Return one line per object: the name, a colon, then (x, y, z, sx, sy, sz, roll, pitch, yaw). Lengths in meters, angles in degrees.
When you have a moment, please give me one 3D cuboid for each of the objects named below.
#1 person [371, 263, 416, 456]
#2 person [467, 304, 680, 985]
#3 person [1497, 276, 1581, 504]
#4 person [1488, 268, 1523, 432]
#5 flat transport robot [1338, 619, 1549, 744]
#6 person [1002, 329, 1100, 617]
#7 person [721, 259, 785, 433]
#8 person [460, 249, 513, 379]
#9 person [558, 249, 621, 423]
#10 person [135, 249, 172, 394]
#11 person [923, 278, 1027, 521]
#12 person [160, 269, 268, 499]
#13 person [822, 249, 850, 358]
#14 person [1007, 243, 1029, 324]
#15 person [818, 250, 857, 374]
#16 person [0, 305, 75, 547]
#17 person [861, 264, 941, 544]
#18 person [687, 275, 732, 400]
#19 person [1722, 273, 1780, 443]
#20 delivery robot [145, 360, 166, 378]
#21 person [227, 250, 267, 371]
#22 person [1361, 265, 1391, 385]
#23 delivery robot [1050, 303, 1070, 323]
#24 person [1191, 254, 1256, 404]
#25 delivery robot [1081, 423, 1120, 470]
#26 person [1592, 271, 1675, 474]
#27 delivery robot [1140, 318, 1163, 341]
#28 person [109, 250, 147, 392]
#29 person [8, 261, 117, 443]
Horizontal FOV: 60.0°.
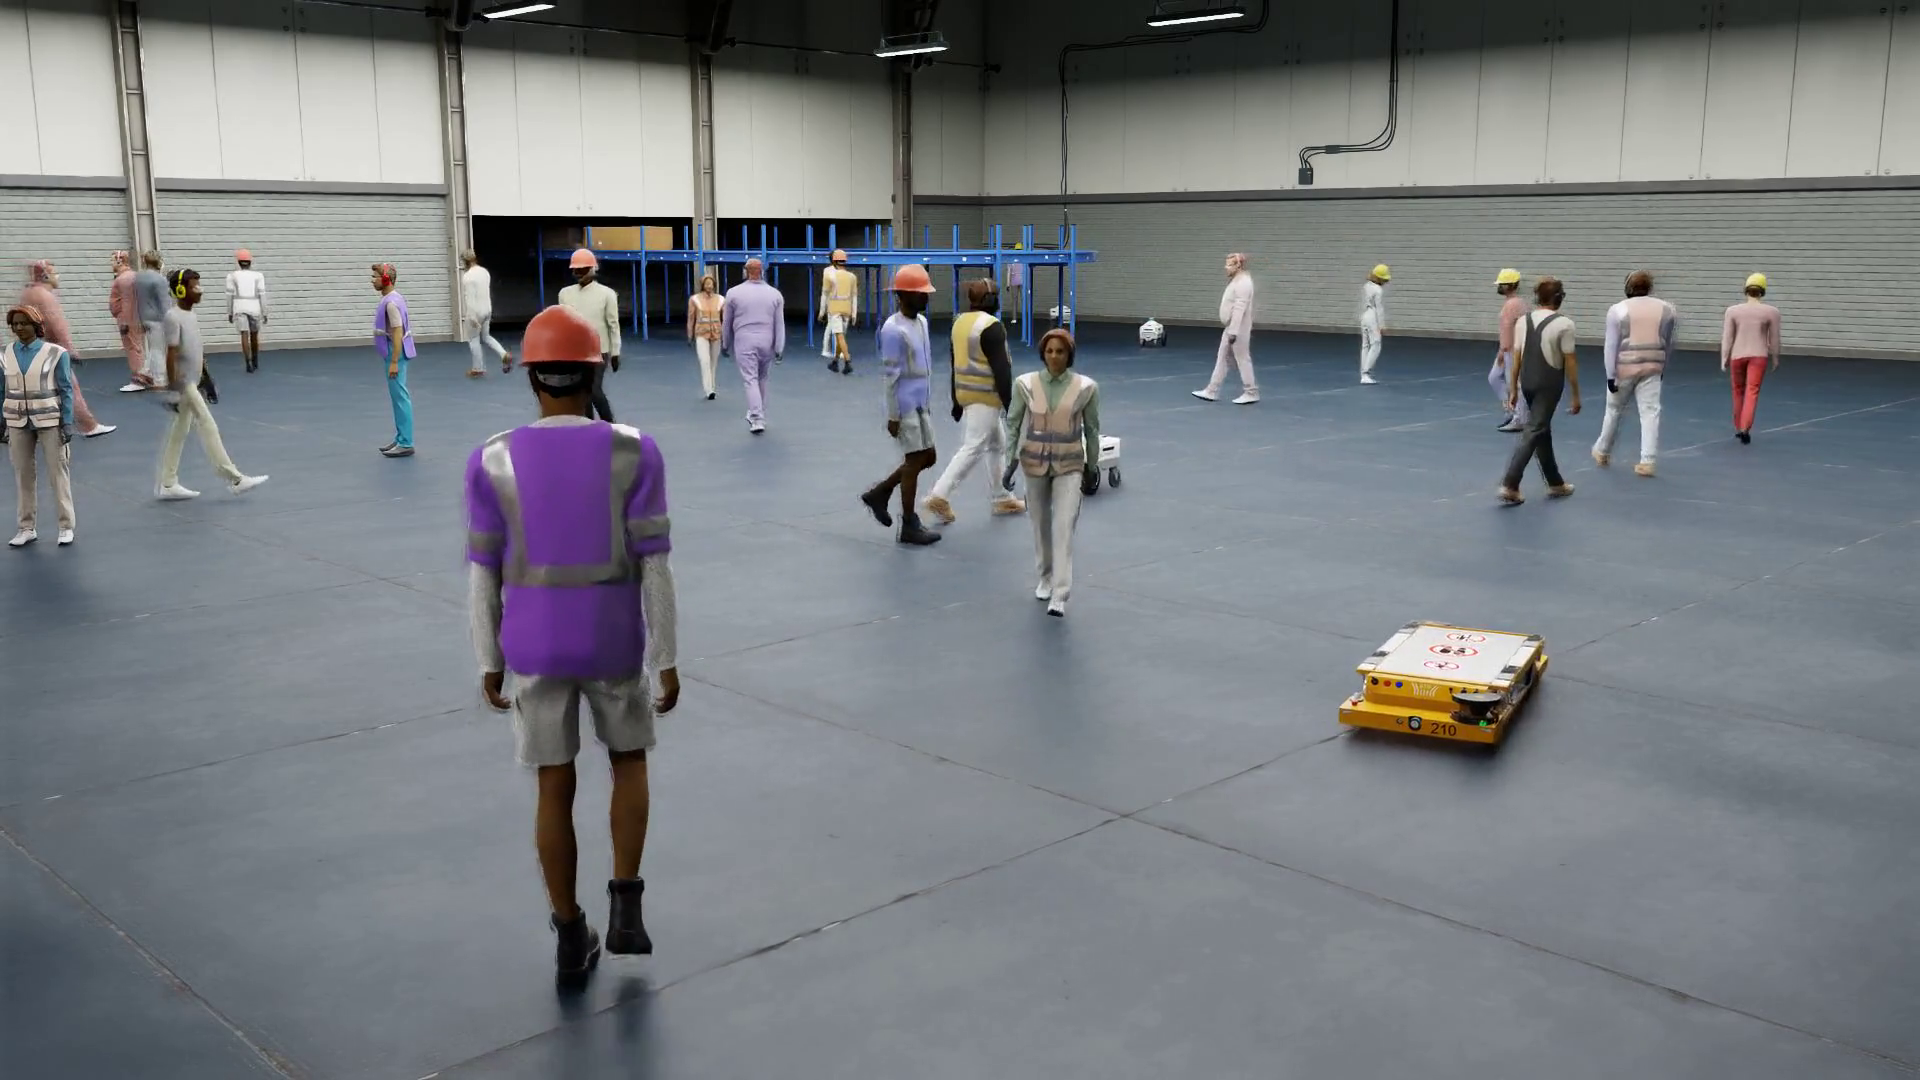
person: (-5.455, -1.744, 16.065, 0.397, 1.847, 0.564, -4, 11, -20)
person: (-1.091, 0.297, 4.740, 0.569, 1.915, 0.460, -2, 11, -9)
person: (4.628, -1.192, 13.220, 0.987, 1.802, 0.527, -7, 12, -32)
person: (5.937, -2.042, 17.953, 0.430, 1.751, 0.537, 2, 11, 13)
flat transport robot: (2.246, 0.616, 7.612, 0.652, 0.197, 1.431, 5, 12, 27)
person: (0.522, -0.391, 9.395, 0.526, 1.593, 0.884, 2, 11, 10)
person: (-2.249, -2.112, 18.066, 0.634, 1.850, 1.019, -4, 11, -23)
person: (-7.054, -3.337, 24.578, 0.681, 1.912, 0.660, 3, 11, 18)
person: (-3.630, -1.821, 16.127, 0.621, 1.978, 0.430, 3, 11, 18)
person: (-10.776, -2.929, 22.341, 0.635, 1.925, 0.429, 9, 14, 42)
person: (0.119, -1.055, 12.438, 0.927, 1.805, 0.623, -4, 11, -22)
person: (-6.065, -1.241, 13.372, 0.913, 1.826, 0.554, -2, 11, -11)
person: (-2.180, -4.111, 28.930, 0.333, 1.874, 0.534, -9, 14, -41)
person: (1.417, -6.173, 40.005, 0.591, 1.923, 0.381, 0, 10, 0)
person: (-1.846, -3.516, 25.624, 0.560, 1.897, 0.985, -7, 12, -33)
person: (-6.327, -0.782, 11.385, 0.512, 1.641, 0.307, -2, 11, -9)
person: (-0.400, -0.945, 11.511, 0.549, 1.917, 0.561, 4, 11, 21)
person: (-3.192, -2.588, 21.328, 0.543, 1.589, 0.844, -4, 11, -22)
person: (8.179, -1.894, 17.225, 0.537, 1.723, 0.894, 6, 12, 30)
delivery robot: (-10.862, -2.397, 23.012, 0.707, 0.478, 0.477, 0, 10, -2)
person: (-11.223, -3.617, 26.185, 0.558, 1.890, 0.977, -5, 11, -24)
person: (5.899, -3.068, 23.704, 0.347, 1.698, 0.630, -1, 10, -6)
delivery robot: (2.388, -5.293, 38.807, 0.477, 0.478, 0.707, -4, 11, -21)
person: (3.371, -2.644, 20.889, 0.812, 1.870, 0.673, -1, 10, -3)
delivery robot: (1.039, -0.736, 13.956, 0.477, 0.478, 0.707, 8, 13, 36)
person: (6.072, -1.518, 14.989, 0.637, 1.784, 0.992, 1, 10, 3)
delivery robot: (3.664, -4.011, 31.815, 0.477, 0.478, 0.707, 3, 11, 16)
person: (-11.340, -2.977, 22.627, 0.402, 1.906, 0.652, -3, 11, -17)
person: (-9.368, -1.942, 17.143, 1.020, 1.853, 0.635, -6, 12, -31)
